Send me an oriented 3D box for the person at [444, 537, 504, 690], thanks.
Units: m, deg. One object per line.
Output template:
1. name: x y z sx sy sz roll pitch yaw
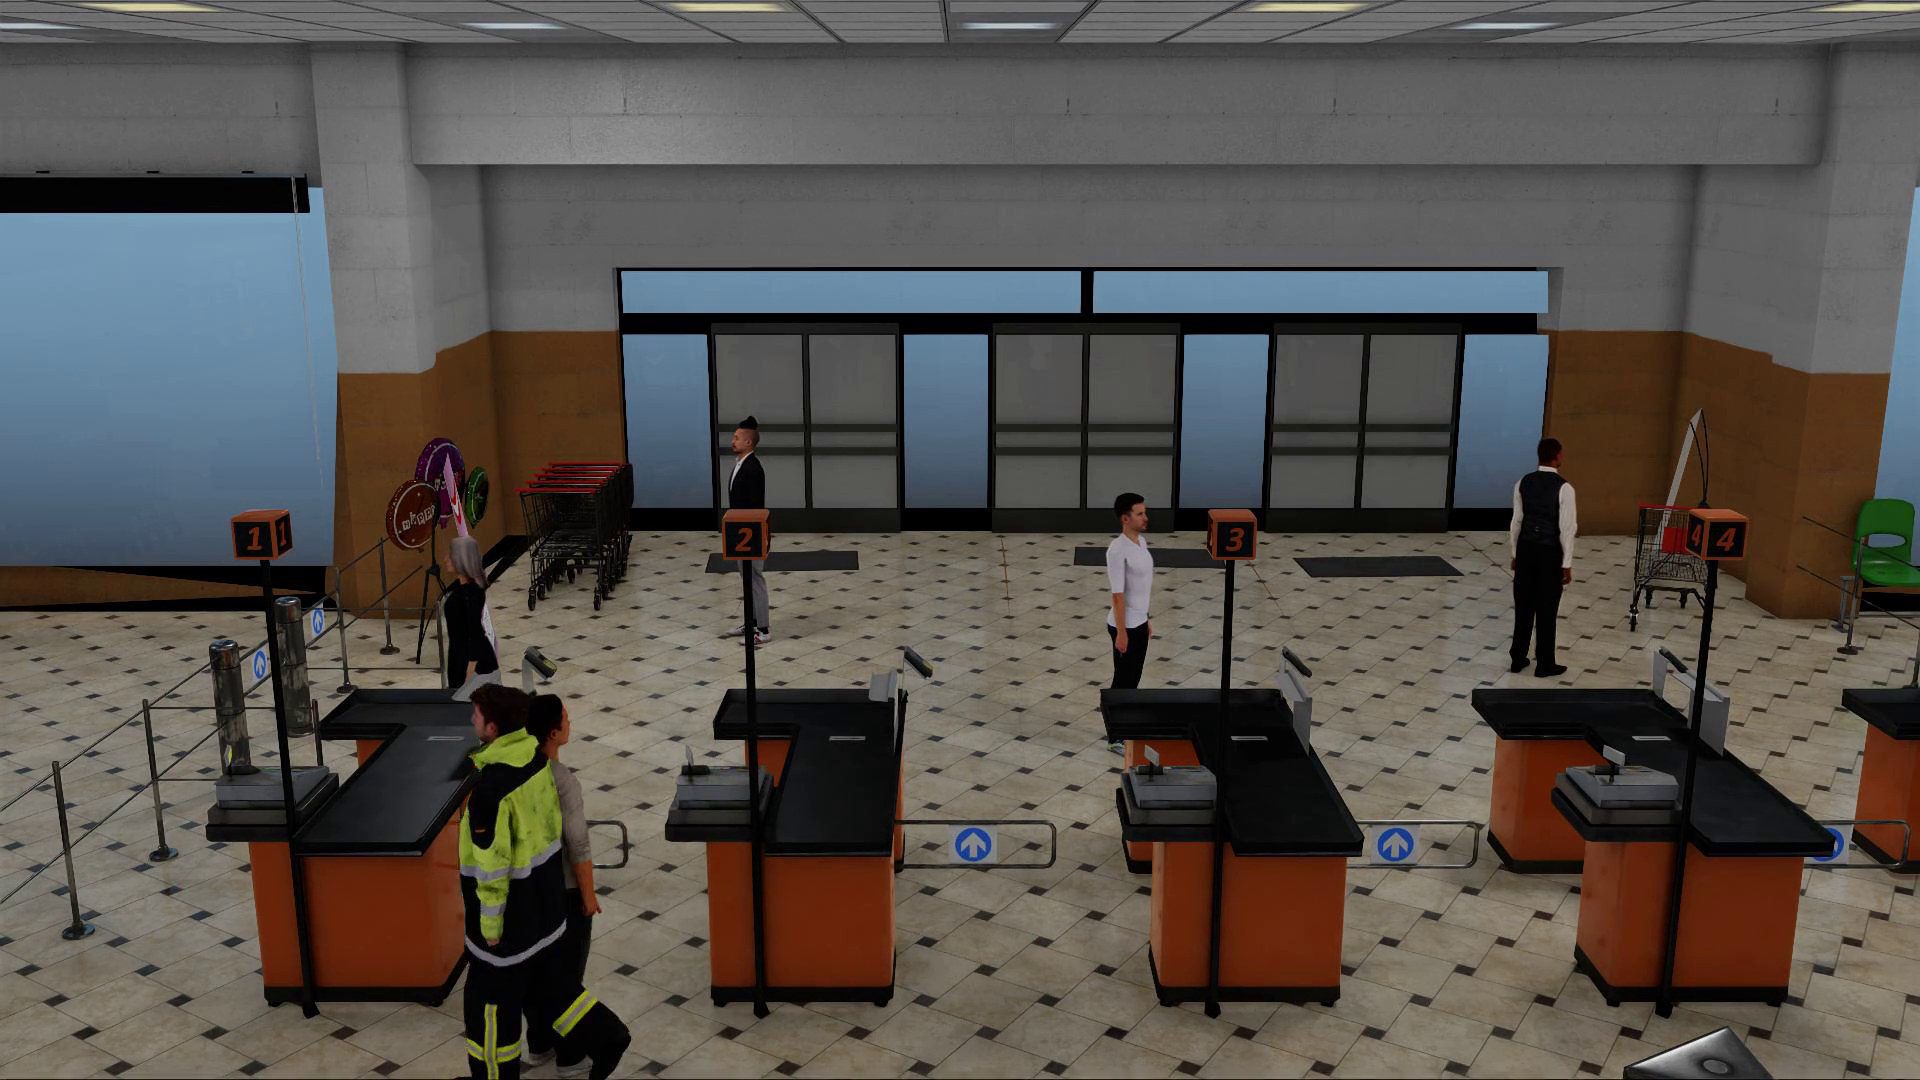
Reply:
1. person: -3.183 0.823 10.843 0.738 1.747 0.621 -5 15 -20

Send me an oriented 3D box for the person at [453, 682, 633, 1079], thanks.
1. person: -1.873 1.578 7.281 0.937 1.959 1.057 2 14 9

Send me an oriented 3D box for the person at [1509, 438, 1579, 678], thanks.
1. person: 4.649 0.132 13.329 0.839 1.918 0.763 -12 18 -40

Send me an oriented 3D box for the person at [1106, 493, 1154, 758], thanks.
1. person: 1.181 0.574 11.647 0.809 1.852 0.677 7 15 27

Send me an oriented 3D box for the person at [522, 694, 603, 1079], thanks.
1. person: -1.870 1.574 7.617 0.734 1.809 0.767 11 17 38

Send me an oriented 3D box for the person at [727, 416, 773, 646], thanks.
1. person: -1.792 -0.090 14.177 0.851 1.950 0.687 -6 15 -23
